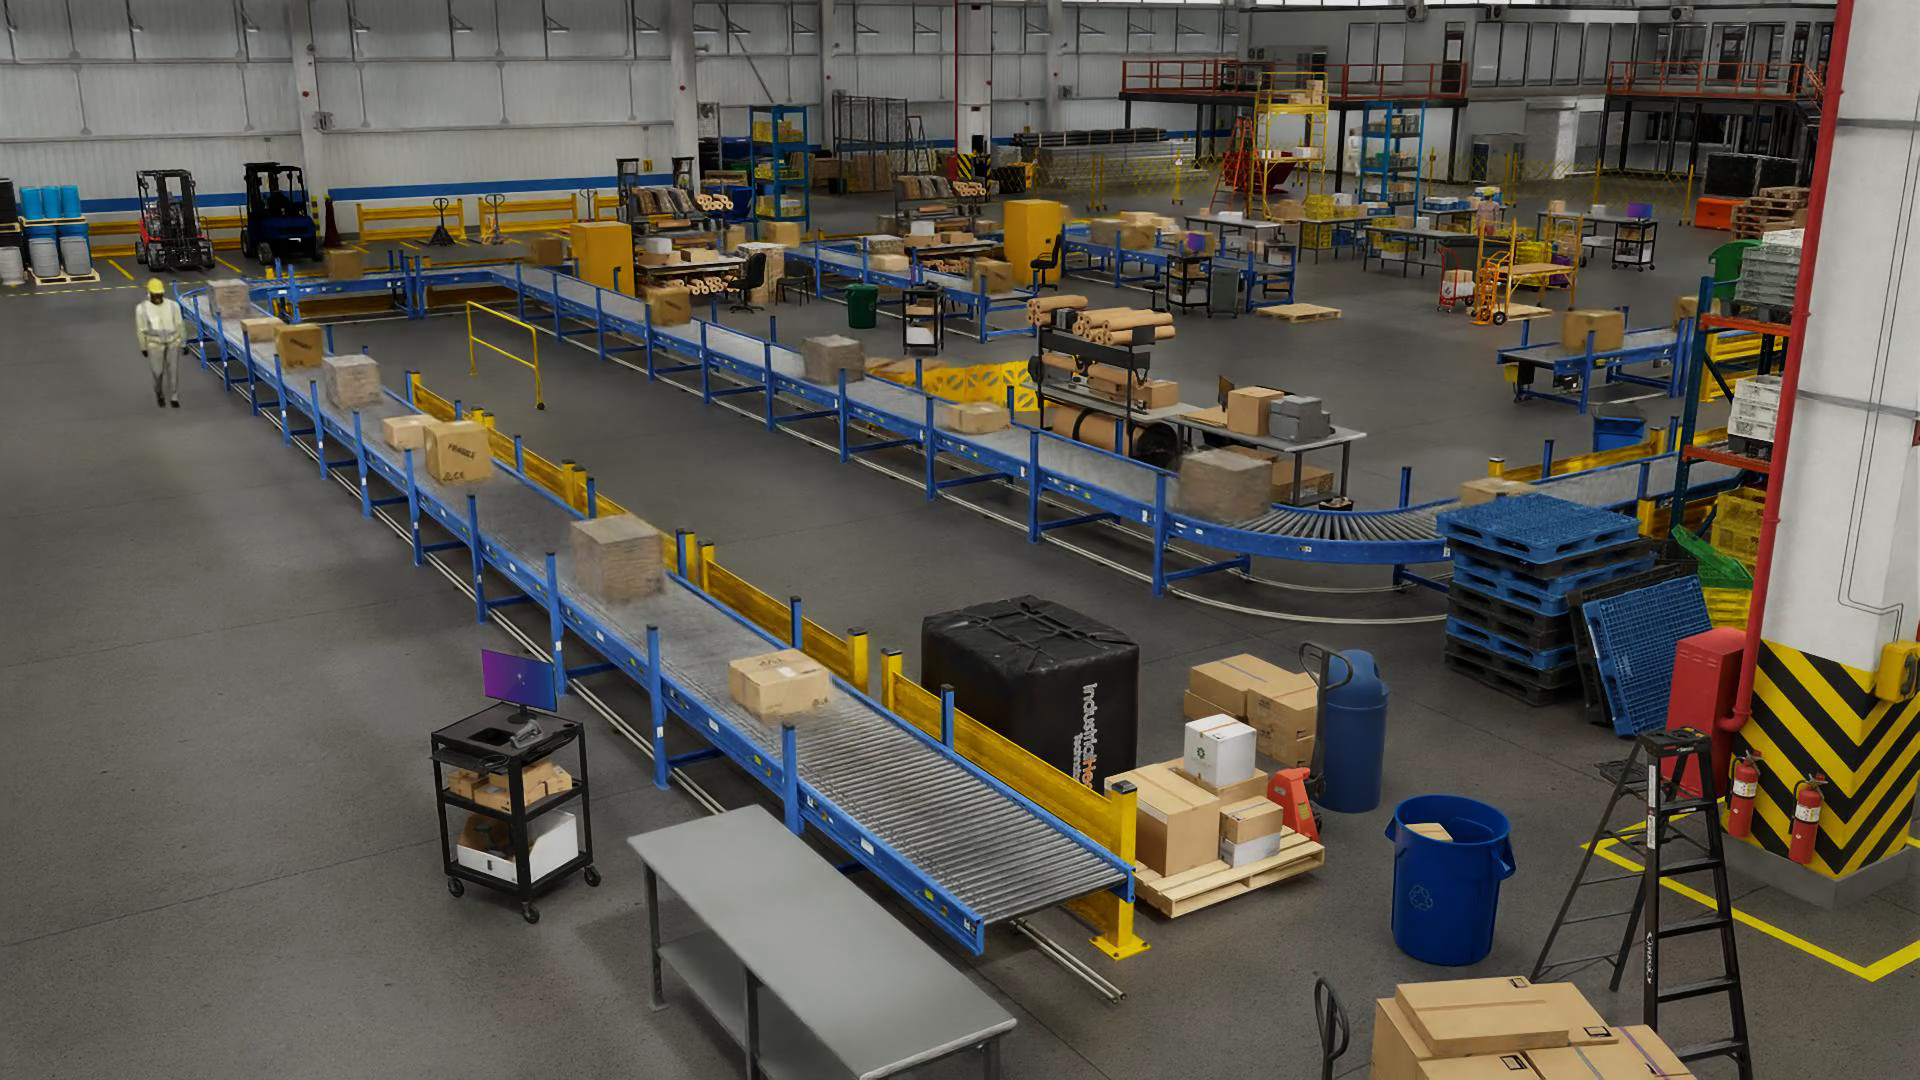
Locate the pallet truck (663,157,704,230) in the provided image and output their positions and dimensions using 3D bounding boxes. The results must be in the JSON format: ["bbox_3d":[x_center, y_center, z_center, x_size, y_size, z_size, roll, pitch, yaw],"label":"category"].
[{"bbox_3d":[-7.586,-9.308,44.692,0.823,1.965,1.885,-11,20,-33],"label":"pallet truck"}]

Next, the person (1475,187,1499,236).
[{"bbox_3d":[11.999,-7.158,37.929,0.524,1.772,0.301,13,21,37],"label":"person"}]

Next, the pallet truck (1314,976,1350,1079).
[{"bbox_3d":[2.299,2.390,7.086,1.601,1.201,0.680,-2,17,-7],"label":"pallet truck"}]

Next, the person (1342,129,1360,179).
[{"bbox_3d":[14.457,-14.299,61.596,0.582,1.826,1.024,-13,21,-36],"label":"person"}]

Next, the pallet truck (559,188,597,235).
[{"bbox_3d":[-10.010,-8.652,43.699,0.653,1.274,1.630,-10,20,-31],"label":"pallet truck"}]

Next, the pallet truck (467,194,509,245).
[{"bbox_3d":[-11.983,-8.177,42.137,0.704,1.261,1.522,-11,20,-33],"label":"pallet truck"}]

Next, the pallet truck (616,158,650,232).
[{"bbox_3d":[-8.918,-9.176,44.255,0.823,1.965,1.885,-9,19,-27],"label":"pallet truck"}]

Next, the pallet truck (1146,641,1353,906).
[{"bbox_3d":[1.664,1.407,10.232,1.630,1.274,0.653,-10,20,-31],"label":"pallet truck"}]

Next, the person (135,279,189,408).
[{"bbox_3d":[-11.043,-2.717,23.076,0.596,1.814,0.433,-11,20,-33],"label":"person"}]

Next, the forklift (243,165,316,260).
[{"bbox_3d":[-15.898,-7.669,38.708,1.157,1.987,2.680,-11,20,-33],"label":"forklift"}]

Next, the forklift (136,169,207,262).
[{"bbox_3d":[-17.842,-7.318,37.559,1.157,1.987,2.680,-10,20,-31],"label":"forklift"}]

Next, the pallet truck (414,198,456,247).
[{"bbox_3d":[-13.250,-8.060,41.856,0.680,1.201,1.601,-10,20,-31],"label":"pallet truck"}]
